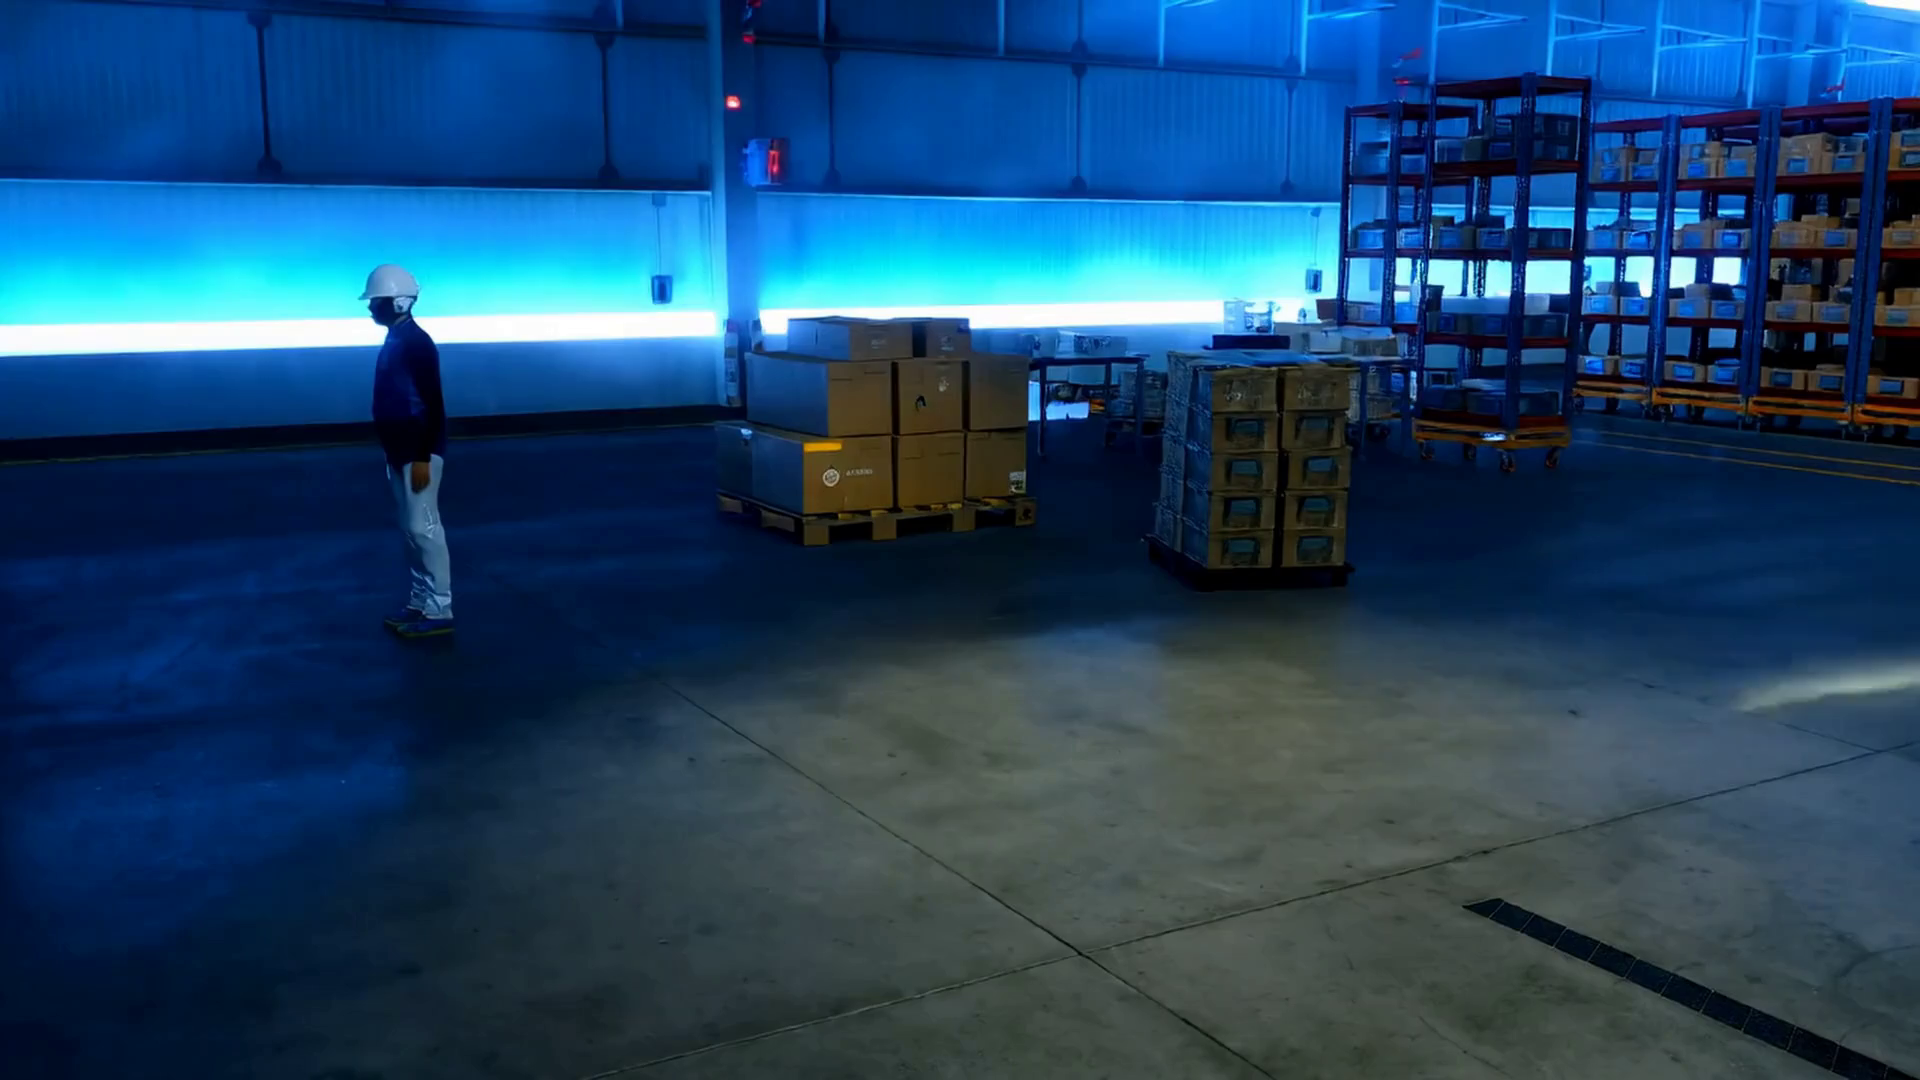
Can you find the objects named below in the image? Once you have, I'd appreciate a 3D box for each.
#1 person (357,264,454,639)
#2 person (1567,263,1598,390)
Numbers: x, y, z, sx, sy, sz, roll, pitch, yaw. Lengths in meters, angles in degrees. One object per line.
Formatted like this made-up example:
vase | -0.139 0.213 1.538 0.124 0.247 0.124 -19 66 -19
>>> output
person | -2.953 -0.467 8.870 0.400 1.987 0.608 -7 12 -36
person | 8.949 -3.049 23.863 0.389 1.846 0.564 3 10 16
